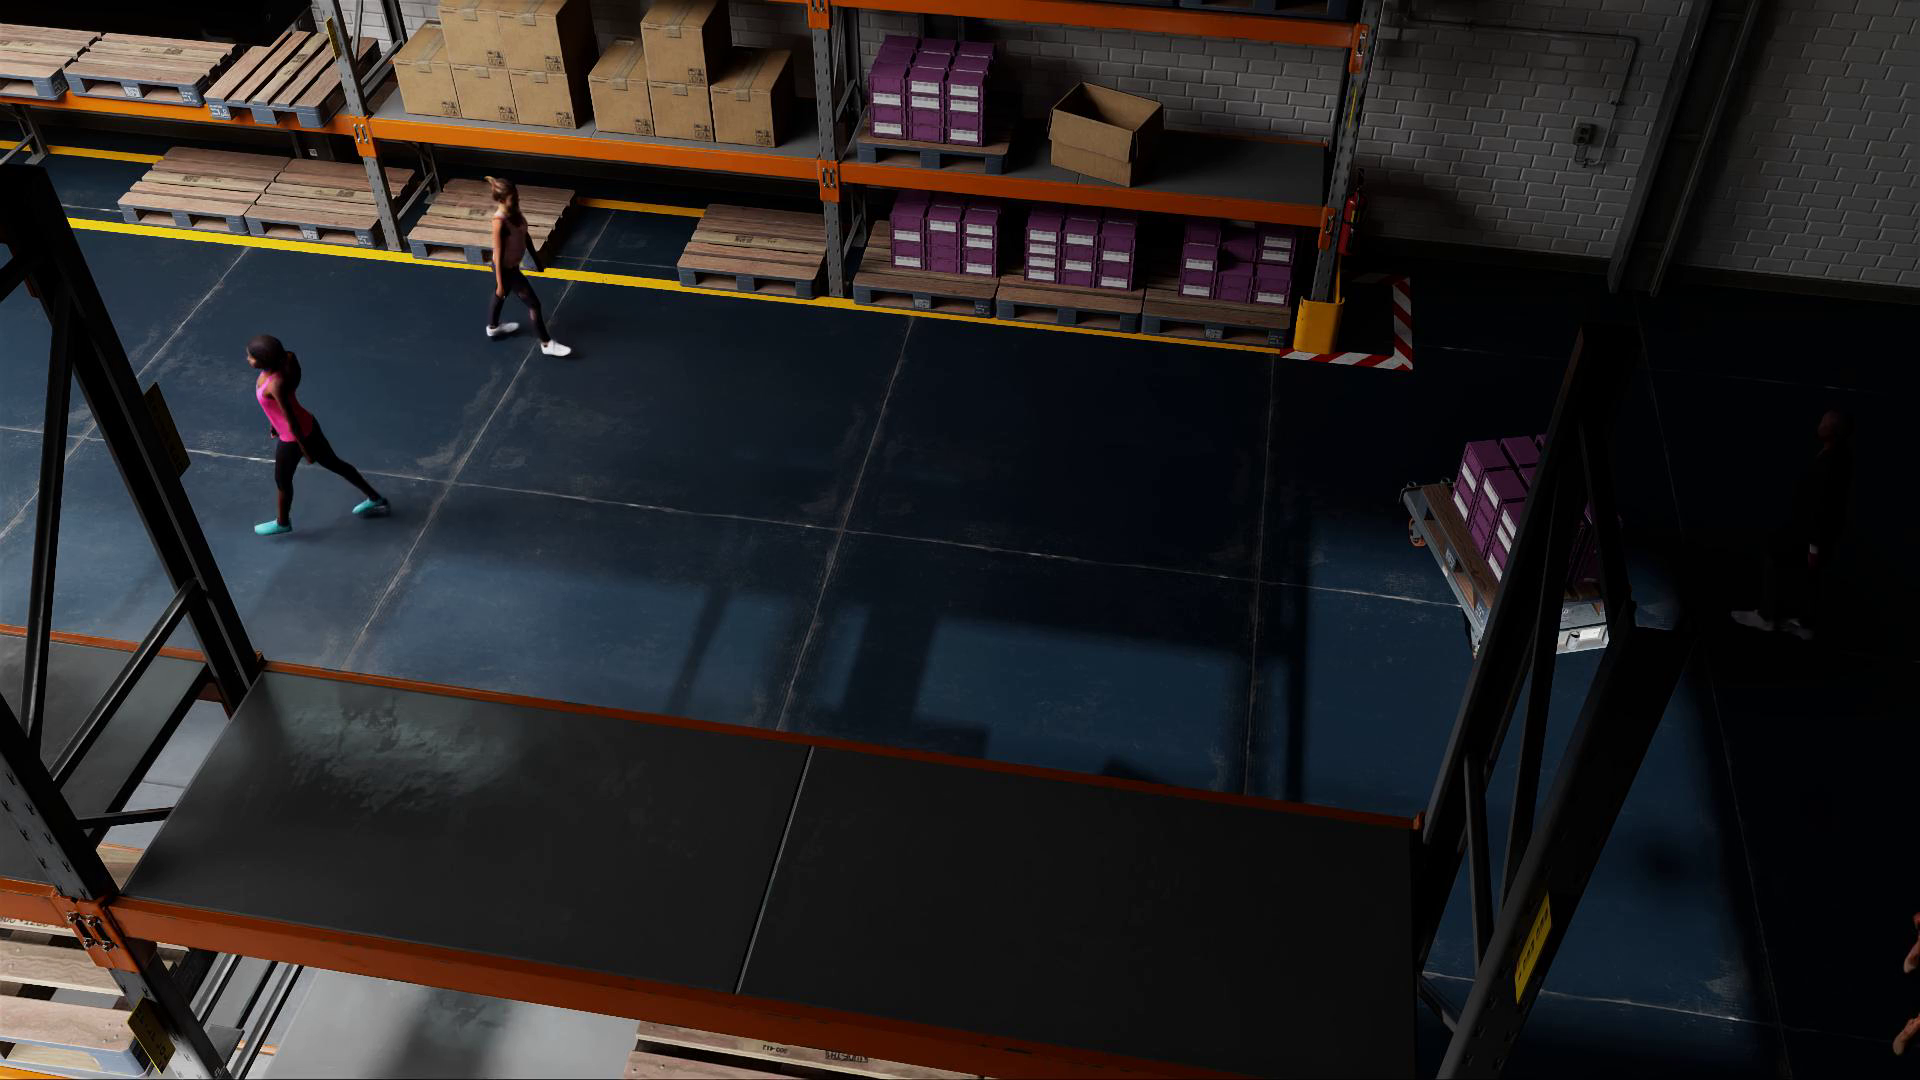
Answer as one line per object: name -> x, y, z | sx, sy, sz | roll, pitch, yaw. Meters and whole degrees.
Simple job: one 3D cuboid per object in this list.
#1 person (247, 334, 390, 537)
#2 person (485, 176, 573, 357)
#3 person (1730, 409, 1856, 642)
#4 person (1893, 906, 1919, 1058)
person -> -4.501, -0.737, 11.561 | 1.204, 1.675, 0.833 | -8, 44, -8
person -> -3.613, -2.169, 13.119 | 1.017, 1.600, 0.703 | -2, 44, -2
person -> 5.596, -0.009, 10.768 | 0.942, 1.716, 0.875 | 29, 51, 27
person -> 5.312, 1.948, 8.800 | 1.046, 1.597, 0.933 | 29, 51, 27
